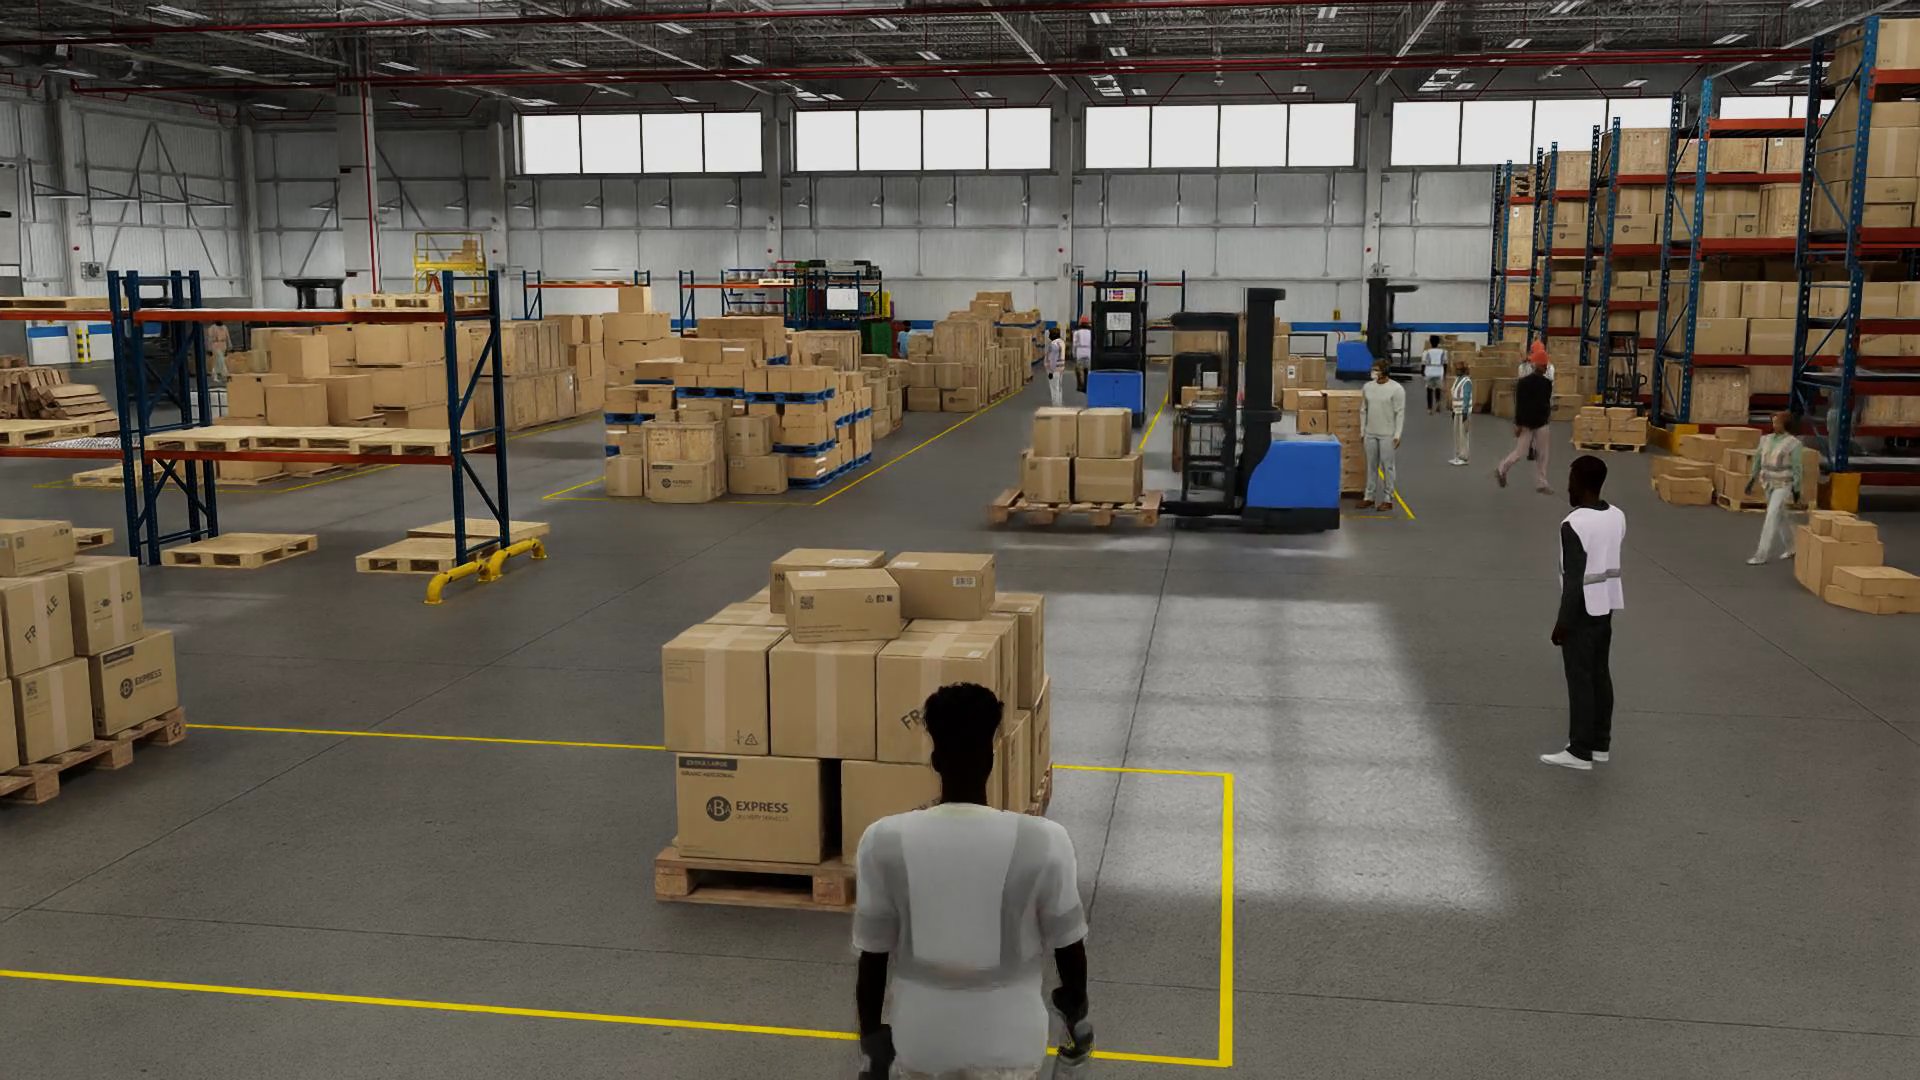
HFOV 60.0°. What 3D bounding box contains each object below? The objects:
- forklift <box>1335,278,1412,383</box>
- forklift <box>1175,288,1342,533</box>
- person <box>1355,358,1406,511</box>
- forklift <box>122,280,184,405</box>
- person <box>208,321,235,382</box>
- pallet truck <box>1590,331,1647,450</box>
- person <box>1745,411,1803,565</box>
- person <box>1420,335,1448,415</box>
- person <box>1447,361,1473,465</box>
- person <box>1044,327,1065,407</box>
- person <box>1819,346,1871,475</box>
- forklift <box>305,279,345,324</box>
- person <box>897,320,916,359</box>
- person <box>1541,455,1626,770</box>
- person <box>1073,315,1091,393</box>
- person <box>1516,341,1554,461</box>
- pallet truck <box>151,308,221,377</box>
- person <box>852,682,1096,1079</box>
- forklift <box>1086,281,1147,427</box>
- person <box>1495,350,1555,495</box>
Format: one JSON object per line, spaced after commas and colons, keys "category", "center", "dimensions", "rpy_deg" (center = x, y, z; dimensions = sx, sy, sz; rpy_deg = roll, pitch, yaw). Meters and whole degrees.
{"category": "forklift", "center": [11.247, -5.698, 45.059], "dimensions": [1.873, 2.768, 1.129], "rpy_deg": [4, 10, 25]}
{"category": "forklift", "center": [3.510, -1.550, 19.476], "dimensions": [1.873, 2.768, 1.129], "rpy_deg": [1, 9, 9]}
{"category": "person", "center": [5.321, -1.330, 21.021], "dimensions": [0.378, 1.937, 0.629], "rpy_deg": [-7, 12, -38]}
{"category": "forklift", "center": [-18.314, -4.495, 37.635], "dimensions": [1.129, 2.768, 1.873], "rpy_deg": [-3, 10, -18]}
{"category": "person", "center": [-19.955, -5.183, 44.955], "dimensions": [0.980, 1.873, 0.612], "rpy_deg": [3, 10, 20]}
{"category": "pallet truck", "center": [11.253, -2.573, 28.499], "dimensions": [0.823, 1.965, 1.885], "rpy_deg": [5, 10, 27]}
{"category": "person", "center": [8.521, -0.557, 17.286], "dimensions": [0.850, 1.598, 0.519], "rpy_deg": [-3, 10, -18]}
{"category": "person", "center": [9.974, -3.483, 35.048], "dimensions": [0.556, 1.680, 0.398], "rpy_deg": [1, 9, 4]}
{"category": "person", "center": [7.837, -1.982, 25.983], "dimensions": [0.314, 1.633, 0.524], "rpy_deg": [-1, 9, -4]}
{"category": "person", "center": [1.990, -3.562, 35.076], "dimensions": [0.429, 1.843, 0.633], "rpy_deg": [3, 10, 18]}
{"category": "person", "center": [13.129, -1.903, 24.609], "dimensions": [0.640, 1.922, 0.633], "rpy_deg": [-2, 9, -12]}
{"category": "forklift", "center": [-16.107, -5.258, 42.345], "dimensions": [1.129, 2.768, 1.873], "rpy_deg": [1, 9, 6]}
{"category": "person", "center": [-1.419, -5.085, 44.977], "dimensions": [0.584, 1.697, 0.315], "rpy_deg": [0, 9, 2]}
{"category": "person", "center": [3.832, 0.442, 10.149], "dimensions": [0.591, 1.918, 0.383], "rpy_deg": [-8, 12, -41]}
{"category": "person", "center": [3.054, -4.605, 41.260], "dimensions": [0.556, 1.922, 0.409], "rpy_deg": [-1, 9, -7]}
{"category": "person", "center": [9.123, -2.200, 26.413], "dimensions": [0.566, 1.917, 0.623], "rpy_deg": [3, 10, 16]}
{"category": "pallet truck", "center": [-21.869, -5.598, 47.154], "dimensions": [0.823, 1.965, 1.885], "rpy_deg": [4, 10, 26]}
{"category": "person", "center": [0.049, 1.333, 4.662], "dimensions": [0.628, 1.911, 1.004], "rpy_deg": [2, 9, 13]}
{"category": "forklift", "center": [3.066, -3.650, 32.425], "dimensions": [1.129, 2.768, 1.873], "rpy_deg": [1, 9, 9]}
{"category": "person", "center": [7.763, -1.615, 22.707], "dimensions": [0.627, 1.966, 0.871], "rpy_deg": [-4, 10, -26]}
